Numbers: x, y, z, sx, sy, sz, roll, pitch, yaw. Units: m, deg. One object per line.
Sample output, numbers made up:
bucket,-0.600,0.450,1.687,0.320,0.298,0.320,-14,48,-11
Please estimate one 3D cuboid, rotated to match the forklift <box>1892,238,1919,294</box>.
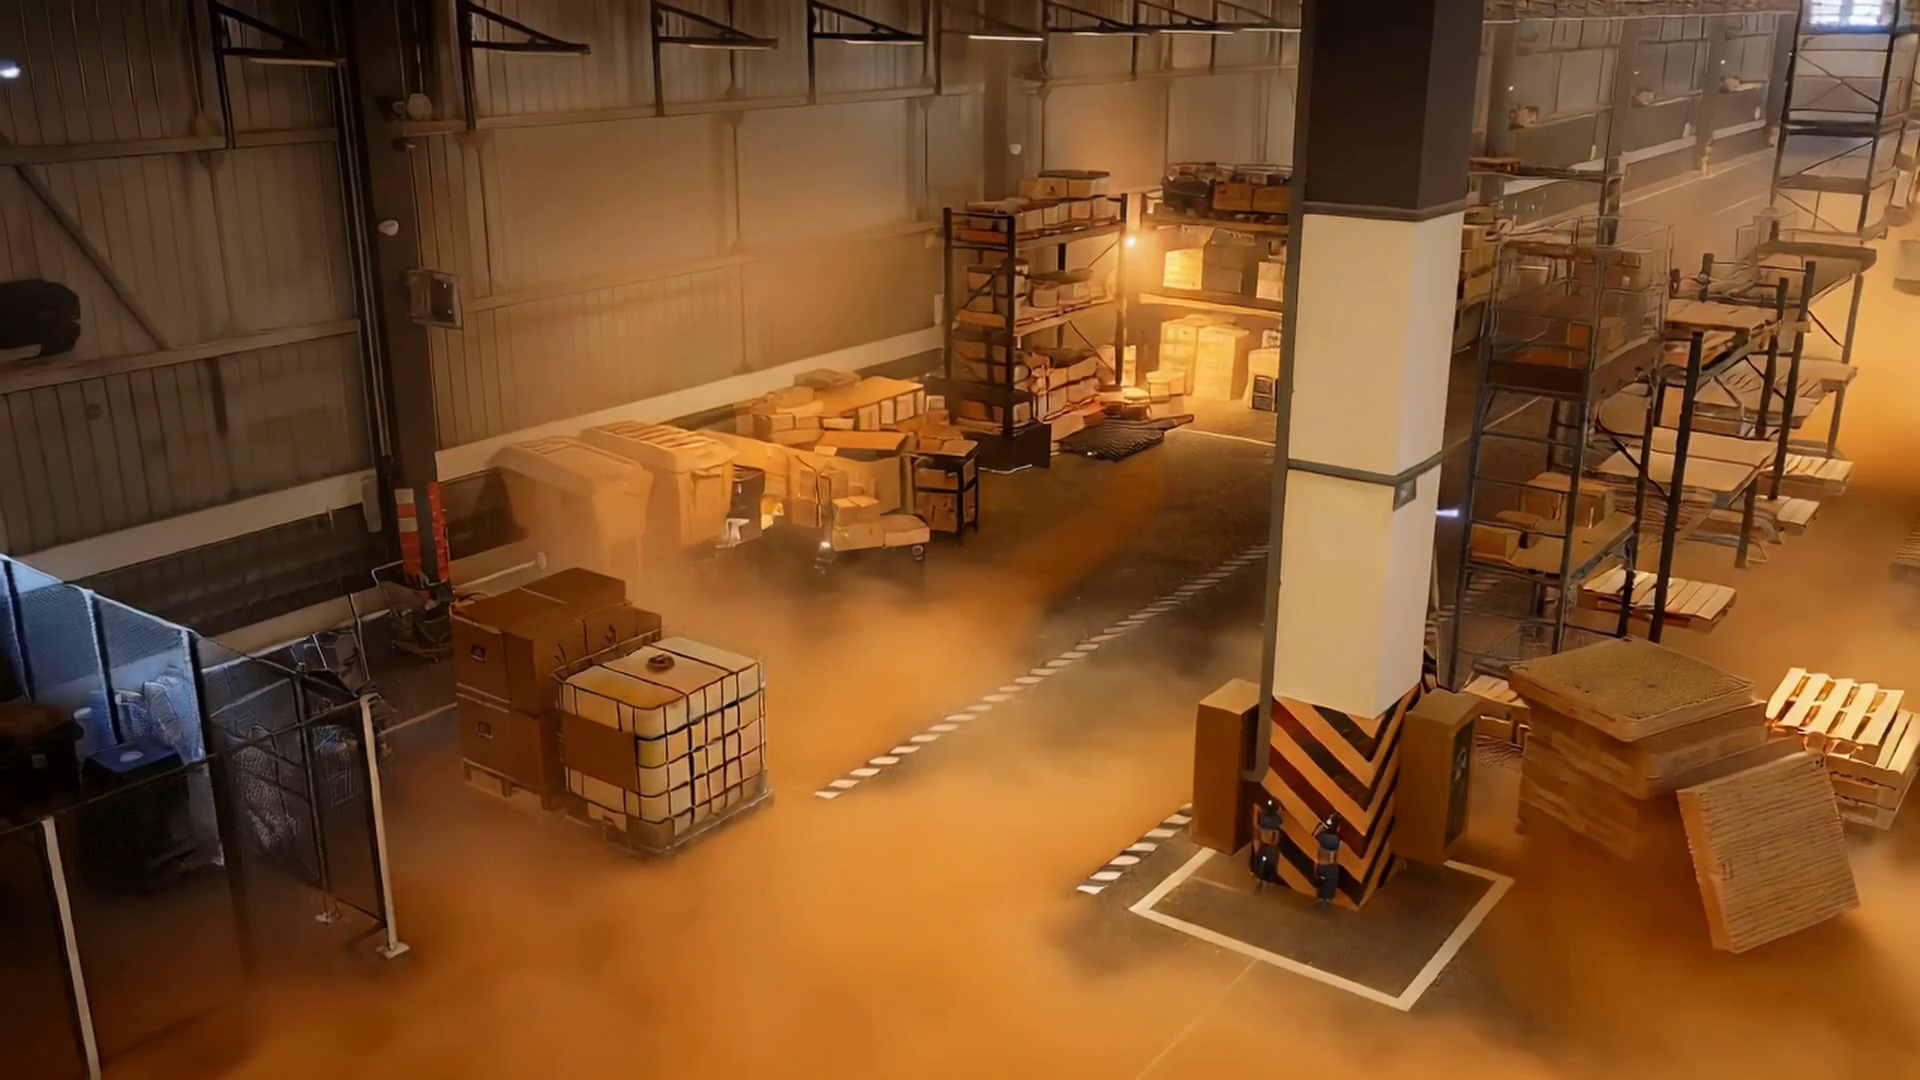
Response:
forklift,19.674,-6.282,32.846,1.873,2.768,1.129,-9,20,-26
